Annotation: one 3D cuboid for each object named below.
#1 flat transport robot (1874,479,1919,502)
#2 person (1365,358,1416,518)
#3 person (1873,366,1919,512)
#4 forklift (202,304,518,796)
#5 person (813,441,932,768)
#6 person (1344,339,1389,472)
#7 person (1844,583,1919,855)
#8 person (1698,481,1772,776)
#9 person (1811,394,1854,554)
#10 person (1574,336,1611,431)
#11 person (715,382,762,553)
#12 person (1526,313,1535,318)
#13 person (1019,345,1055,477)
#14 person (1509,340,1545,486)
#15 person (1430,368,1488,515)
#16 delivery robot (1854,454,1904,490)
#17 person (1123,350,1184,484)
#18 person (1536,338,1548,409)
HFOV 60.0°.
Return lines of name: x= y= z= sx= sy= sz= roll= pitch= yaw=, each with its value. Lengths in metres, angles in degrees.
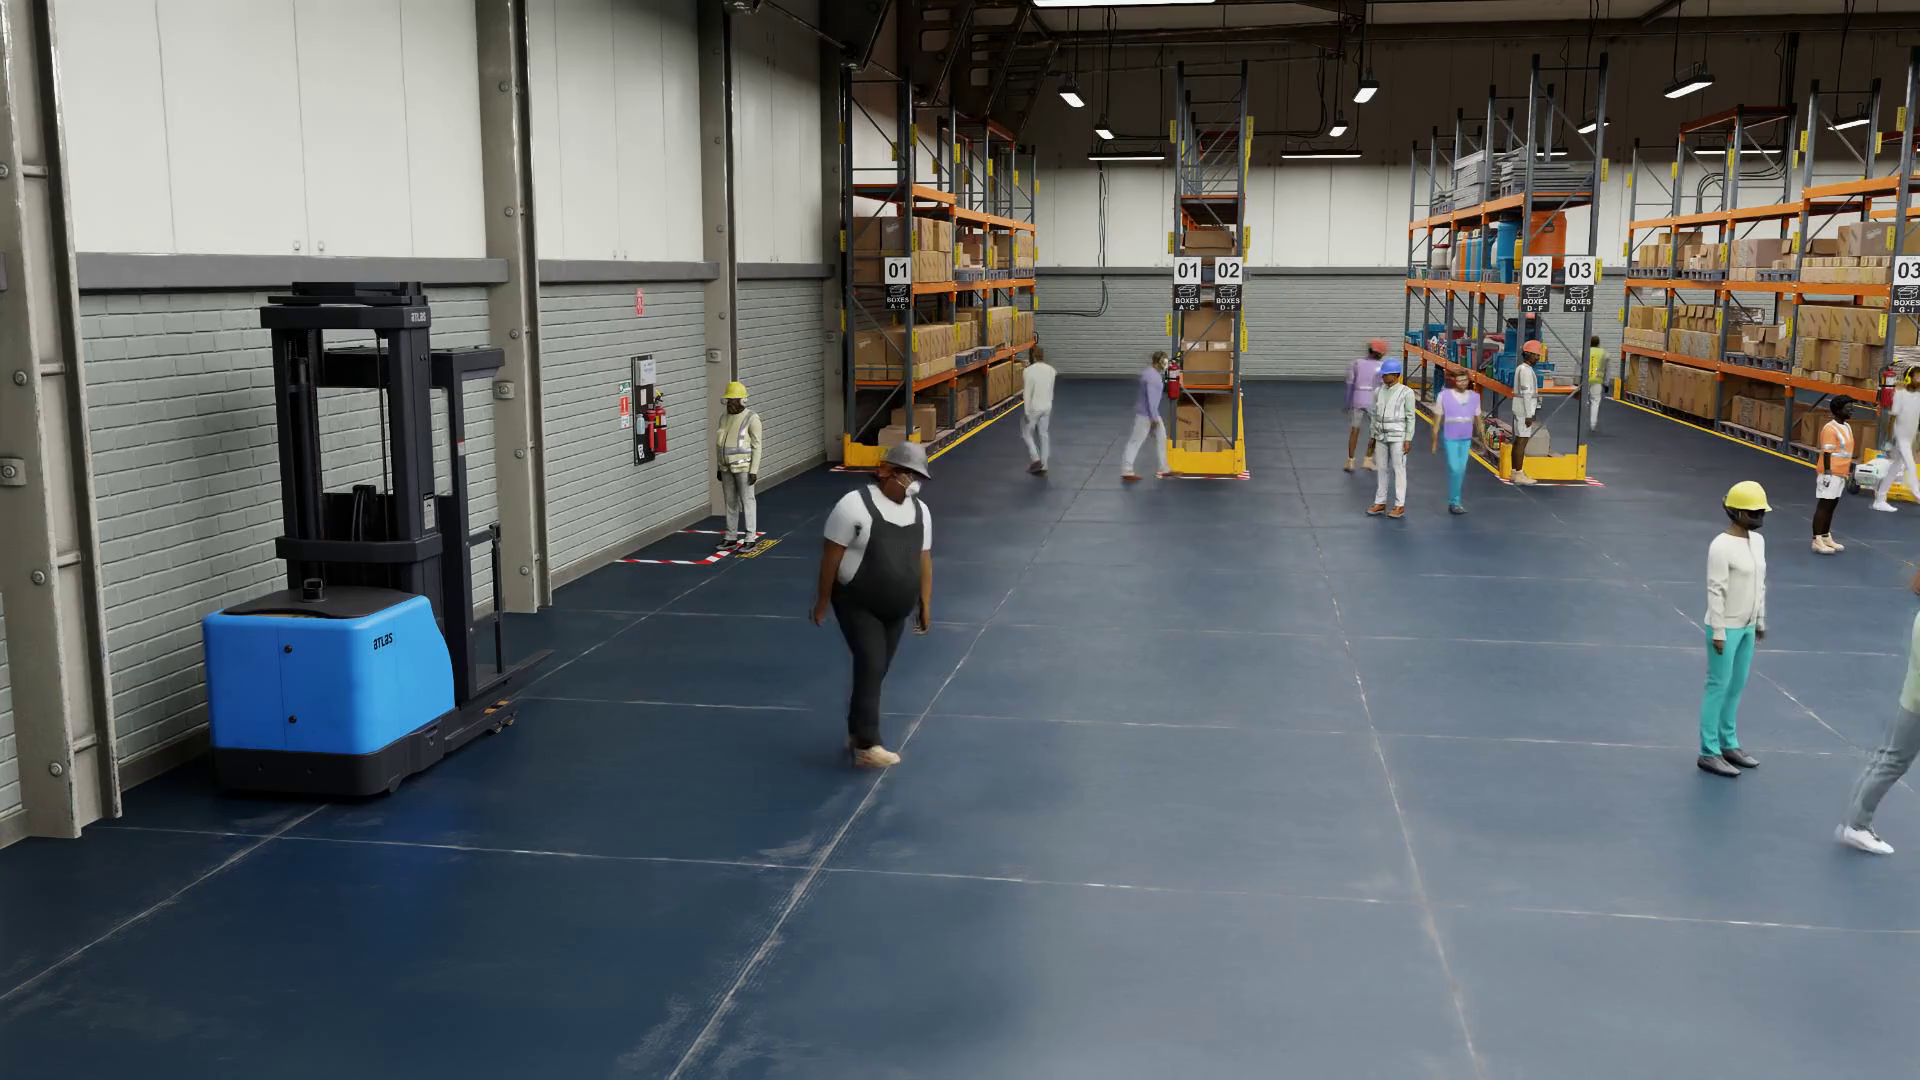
flat transport robot: x=12.888 y=-0.674 z=22.097 sx=1.431 sy=0.197 sz=0.652 roll=-5 pitch=11 yaw=-30
person: x=5.282 y=-1.256 z=20.404 sx=0.395 sy=1.943 sz=0.614 roll=-7 pitch=12 yaw=-37
person: x=11.805 y=-1.226 z=20.586 sx=0.555 sy=1.822 sz=0.941 roll=-6 pitch=11 yaw=-31
forklift: x=-3.673 y=-0.038 z=10.147 sx=1.129 sy=2.768 sz=1.873 roll=1 pitch=9 yaw=9
person: x=-0.460 y=0.373 z=10.197 sx=0.760 sy=2.000 sz=0.762 roll=-8 pitch=12 yaw=-41
person: x=6.090 y=-2.011 z=24.923 sx=0.682 sy=1.996 sz=0.446 roll=7 pitch=11 yaw=37
person: x=4.946 y=0.870 z=8.386 sx=0.524 sy=1.580 sz=0.869 roll=-8 pitch=12 yaw=-39
person: x=4.675 y=0.520 z=10.017 sx=0.524 sy=1.767 sz=0.329 roll=-7 pitch=12 yaw=-37
person: x=9.364 y=-0.712 z=17.813 sx=0.538 sy=1.695 sz=0.320 roll=-8 pitch=12 yaw=-42
person: x=11.996 y=-2.974 z=31.574 sx=0.649 sy=1.775 sz=0.928 roll=3 pitch=10 yaw=17
person: x=-2.398 y=-0.785 z=17.856 sx=0.590 sy=1.830 sz=0.404 roll=6 pitch=11 yaw=34
person: x=13.833 y=-4.521 z=40.437 sx=0.622 sy=1.987 sz=0.414 roll=-3 pitch=10 yaw=-18
person: x=1.124 y=-1.898 z=24.431 sx=0.625 sy=1.925 sz=0.434 roll=-7 pitch=12 yaw=-37
person: x=8.002 y=-1.798 z=23.479 sx=0.392 sy=2.033 sz=0.605 roll=1 pitch=9 yaw=9
person: x=6.183 y=-1.216 z=20.538 sx=0.714 sy=1.812 sz=0.580 roll=-2 pitch=9 yaw=-14
delivery robot: x=12.427 y=-0.923 z=22.469 sx=0.707 sy=0.478 sz=0.477 roll=-6 pitch=11 yaw=-33
person: x=2.765 y=-1.758 z=23.748 sx=0.869 sy=1.875 sz=0.646 roll=3 pitch=10 yaw=16
person: x=12.569 y=-3.681 z=36.305 sx=0.514 sy=1.639 sz=0.314 roll=8 pitch=12 yaw=39
